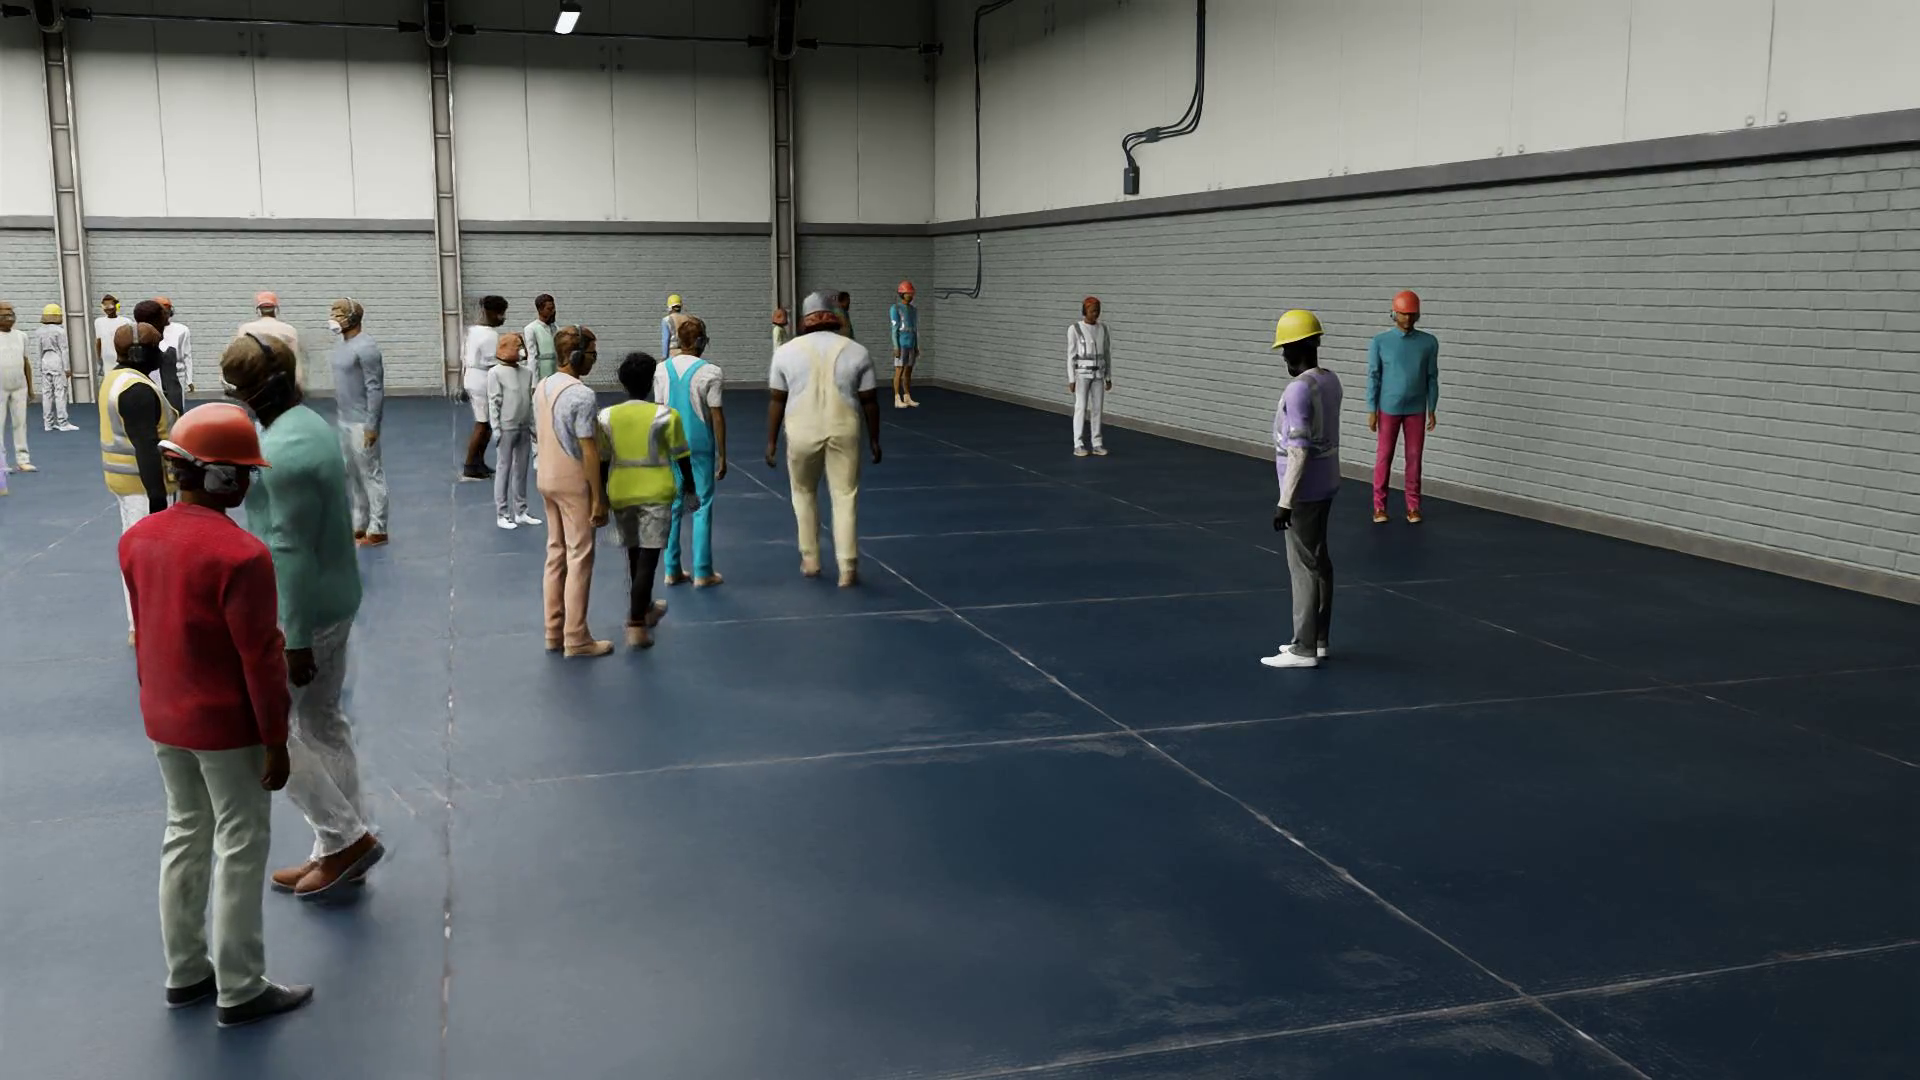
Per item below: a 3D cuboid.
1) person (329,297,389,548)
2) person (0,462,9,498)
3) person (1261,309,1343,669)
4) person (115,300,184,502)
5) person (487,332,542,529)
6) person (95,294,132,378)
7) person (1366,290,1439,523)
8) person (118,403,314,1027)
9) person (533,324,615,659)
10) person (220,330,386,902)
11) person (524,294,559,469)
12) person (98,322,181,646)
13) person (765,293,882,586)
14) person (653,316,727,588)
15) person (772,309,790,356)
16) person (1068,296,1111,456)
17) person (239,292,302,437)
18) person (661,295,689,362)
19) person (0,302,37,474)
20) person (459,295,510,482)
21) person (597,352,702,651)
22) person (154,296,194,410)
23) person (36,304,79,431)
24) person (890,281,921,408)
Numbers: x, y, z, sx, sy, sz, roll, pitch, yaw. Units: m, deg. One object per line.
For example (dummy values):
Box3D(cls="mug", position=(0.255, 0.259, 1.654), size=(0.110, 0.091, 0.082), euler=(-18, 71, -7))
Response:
Box3D(cls="person", position=(-4.672, -0.906, 12.916), size=(0.374, 1.939, 0.629), euler=(-8, 12, -42))
Box3D(cls="person", position=(-9.462, -1.259, 15.588), size=(0.897, 1.796, 0.510), euler=(-3, 9, -19))
Box3D(cls="person", position=(1.827, -0.266, 8.899), size=(0.381, 1.917, 0.585), euler=(5, 10, 30))
Box3D(cls="person", position=(-6.292, -0.904, 12.960), size=(0.587, 1.920, 0.395), euler=(4, 10, 22))
Box3D(cls="person", position=(-3.738, -0.918, 13.947), size=(0.276, 1.636, 0.507), euler=(5, 10, 28))
Box3D(cls="person", position=(-11.658, -2.448, 22.969), size=(0.520, 1.873, 0.335), euler=(-1, 9, -8))
Box3D(cls="person", position=(3.774, -1.127, 14.190), size=(0.608, 1.986, 0.399), euler=(0, 9, -1))
Box3D(cls="person", position=(-2.065, 0.487, 4.662), size=(0.573, 1.739, 0.351), euler=(5, 10, 29))
Box3D(cls="person", position=(-2.130, -0.260, 9.124), size=(0.517, 1.836, 0.352), euler=(8, 12, 43))
Box3D(cls="person", position=(-2.207, 0.266, 5.513), size=(0.440, 1.913, 0.650), euler=(-2, 9, -12))
Box3D(cls="person", position=(-4.547, -1.733, 18.252), size=(0.391, 1.920, 0.593), euler=(3, 9, 16))
Box3D(cls="person", position=(-4.535, -0.290, 9.292), size=(0.429, 1.843, 0.633), euler=(-7, 11, -37))
Box3D(cls="person", position=(-0.939, -0.728, 11.455), size=(0.802, 2.000, 0.837), euler=(-1, 9, -7))
Box3D(cls="person", position=(-1.809, -0.586, 11.215), size=(0.516, 1.835, 0.357), euler=(2, 9, 16))
Box3D(cls="person", position=(-2.680, -2.656, 25.040), size=(0.281, 1.636, 0.500), euler=(0, 9, 1))
Box3D(cls="person", position=(1.528, -1.923, 19.604), size=(0.584, 1.879, 0.365), euler=(-5, 10, -29))
Box3D(cls="person", position=(-7.515, -1.722, 18.174), size=(0.651, 1.935, 0.854), euler=(-1, 9, -9))
Box3D(cls="person", position=(-4.496, -2.966, 26.384), size=(0.404, 1.835, 0.588), euler=(8, 12, 43))
Box3D(cls="person", position=(-10.184, -1.619, 17.813), size=(0.361, 1.840, 0.515), euler=(6, 11, 35))
Box3D(cls="person", position=(-4.905, -1.558, 17.103), size=(0.575, 1.922, 0.619), euler=(-5, 10, -30))
Box3D(cls="person", position=(-1.771, -0.240, 9.539), size=(0.546, 1.657, 0.821), euler=(3, 9, 16))
Box3D(cls="person", position=(-8.941, -1.793, 18.736), size=(0.575, 1.886, 0.356), euler=(-6, 11, -35))
Box3D(cls="person", position=(-12.453, -2.374, 22.903), size=(0.492, 1.740, 0.324), euler=(3, 9, 17))
Box3D(cls="person", position=(-0.866, -3.160, 26.961), size=(0.379, 2.044, 0.607), euler=(6, 11, 35))
